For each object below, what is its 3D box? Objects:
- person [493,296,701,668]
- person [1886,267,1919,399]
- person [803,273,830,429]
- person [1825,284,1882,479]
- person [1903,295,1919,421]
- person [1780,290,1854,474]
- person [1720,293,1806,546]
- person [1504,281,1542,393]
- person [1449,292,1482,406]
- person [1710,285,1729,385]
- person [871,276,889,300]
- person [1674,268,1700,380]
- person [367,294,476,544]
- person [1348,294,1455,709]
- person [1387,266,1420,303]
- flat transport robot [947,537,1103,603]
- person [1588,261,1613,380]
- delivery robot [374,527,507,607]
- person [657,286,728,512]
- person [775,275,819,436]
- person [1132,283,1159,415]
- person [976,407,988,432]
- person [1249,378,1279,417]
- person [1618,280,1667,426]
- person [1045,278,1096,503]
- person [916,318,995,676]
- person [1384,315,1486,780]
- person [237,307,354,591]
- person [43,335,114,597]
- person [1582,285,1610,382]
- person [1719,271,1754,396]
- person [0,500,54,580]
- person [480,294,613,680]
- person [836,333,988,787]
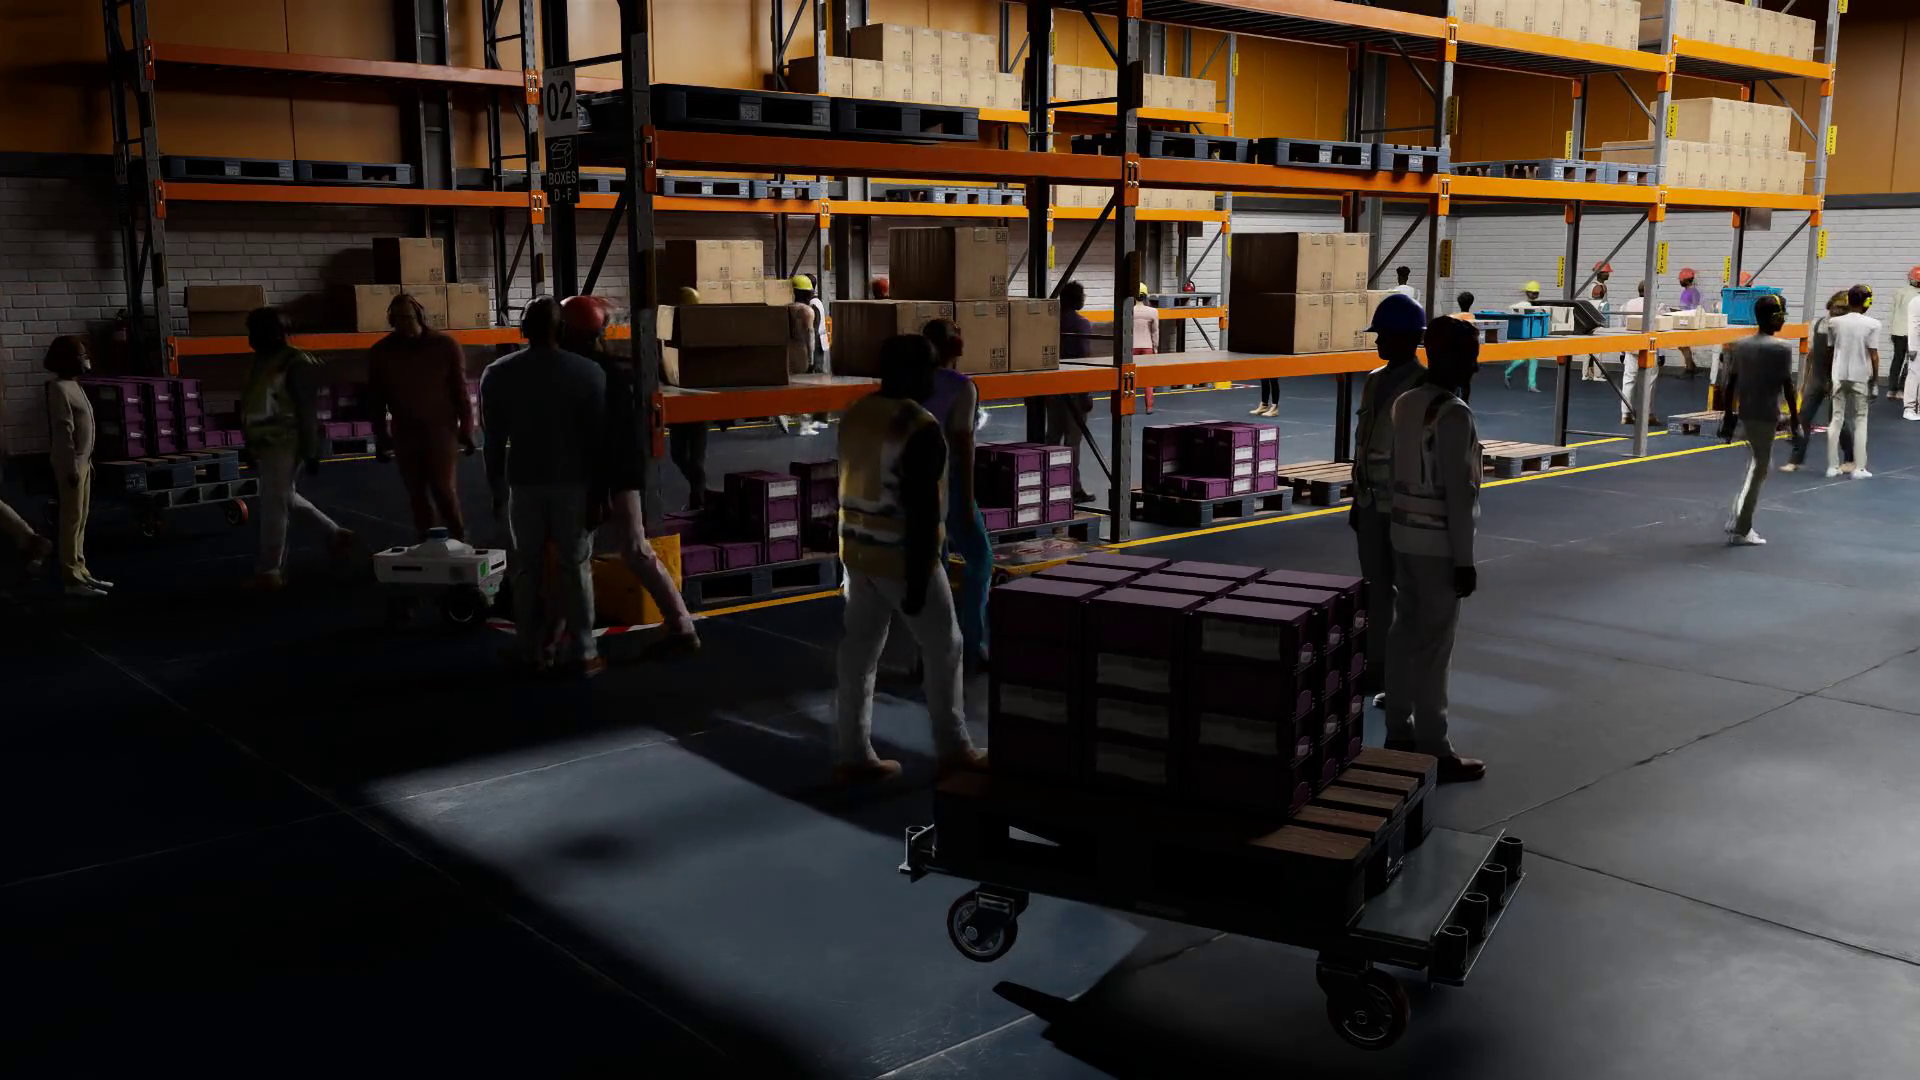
[{"bbox_3d":[-1.842,-0.287,8.567,1.071,1.929,0.623,-5,11,-28],"label":"person"},{"bbox_3d":[14.150,-3.076,24.866,0.378,1.965,0.662,-1,10,-5],"label":"person"},{"bbox_3d":[-1.812,-2.337,20.603,0.383,1.912,0.591,-2,10,-10],"label":"person"},{"bbox_3d":[8.550,-1.514,15.940,0.367,1.864,0.541,-8,13,-40],"label":"person"},{"bbox_3d":[12.574,-2.500,21.566,0.642,1.909,0.399,-4,10,-21],"label":"person"},{"bbox_3d":[8.493,-1.536,16.266,0.568,1.809,0.562,-6,11,-30],"label":"person"},{"bbox_3d":[5.889,-0.864,12.138,0.488,1.853,0.527,-3,10,-15],"label":"person"},{"bbox_3d":[8.863,-3.186,26.038,0.537,1.746,0.660,-4,10,-22],"label":"person"},{"bbox_3d":[6.648,-2.453,22.020,0.539,1.660,0.851,2,10,14],"label":"person"},{"bbox_3d":[12.610,-3.367,27.410,0.514,1.645,0.307,6,11,29],"label":"person"},{"bbox_3d":[-0.806,-1.720,16.954,0.550,1.920,0.493,-6,11,-32],"label":"person"},{"bbox_3d":[12.453,-3.697,28.533,0.440,1.917,0.548,8,12,39],"label":"person"},{"bbox_3d":[-3.604,-0.703,11.138,0.671,1.872,0.456,0,10,-3],"label":"person"},{"bbox_3d":[2.058,-0.183,7.880,0.384,1.949,0.604,-4,11,-24],"label":"person"},{"bbox_3d":[7.326,-3.563,27.614,0.613,1.963,0.362,-1,10,-8],"label":"person"},{"bbox_3d":[0.398,0.176,10.684,1.431,0.197,0.652,-9,13,-41],"label":"flat transport robot"},{"bbox_3d":[11.004,-3.782,28.672,0.392,2.045,0.608,7,12,36],"label":"person"},{"bbox_3d":[-3.009,0.167,9.631,0.707,0.478,0.477,1,10,9],"label":"delivery robot"},{"bbox_3d":[-2.132,-1.092,13.383,0.614,1.894,0.706,4,10,20],"label":"person"},{"bbox_3d":[-1.924,-2.145,19.501,0.642,1.910,0.590,-9,13,-42],"label":"person"},{"bbox_3d":[2.400,-2.561,22.336,0.533,1.767,0.324,-1,10,-4],"label":"person"},{"bbox_3d":[0.023,-2.019,19.595,0.486,1.609,0.544,-2,10,-12],"label":"person"},{"bbox_3d":[4.076,-2.471,22.008,0.322,1.698,0.533,-3,10,-17],"label":"person"},{"bbox_3d":[8.592,-2.355,20.922,0.430,1.840,0.625,-8,12,-39],"label":"person"},{"bbox_3d":[0.924,-1.292,14.404,0.352,1.937,0.635,-8,12,-38],"label":"person"},{"bbox_3d":[-0.031,-0.219,8.501,0.615,1.806,0.642,-8,13,-40],"label":"person"},{"bbox_3d":[1.947,0.030,6.816,0.354,1.887,0.573,-2,10,-11],"label":"person"},{"bbox_3d":[-4.361,-0.612,10.822,0.637,1.813,0.848,7,12,36],"label":"person"},{"bbox_3d":[-5.538,-0.461,10.427,0.278,1.634,0.498,-3,10,-17],"label":"person"},{"bbox_3d":[10.797,-3.507,28.243,0.312,1.639,0.520,-5,11,-27],"label":"person"},{"bbox_3d":[9.950,-2.453,21.237,0.380,1.929,0.539,-9,13,-42],"label":"person"},{"bbox_3d":[-6.384,-0.665,10.706,0.866,1.951,0.646,1,10,7],"label":"person"},{"bbox_3d":[-2.052,-0.256,8.339,0.635,1.936,0.354,-1,10,-3],"label":"person"},{"bbox_3d":[-0.188,0.083,6.719,0.768,1.812,0.642,-8,13,-40],"label":"person"}]
